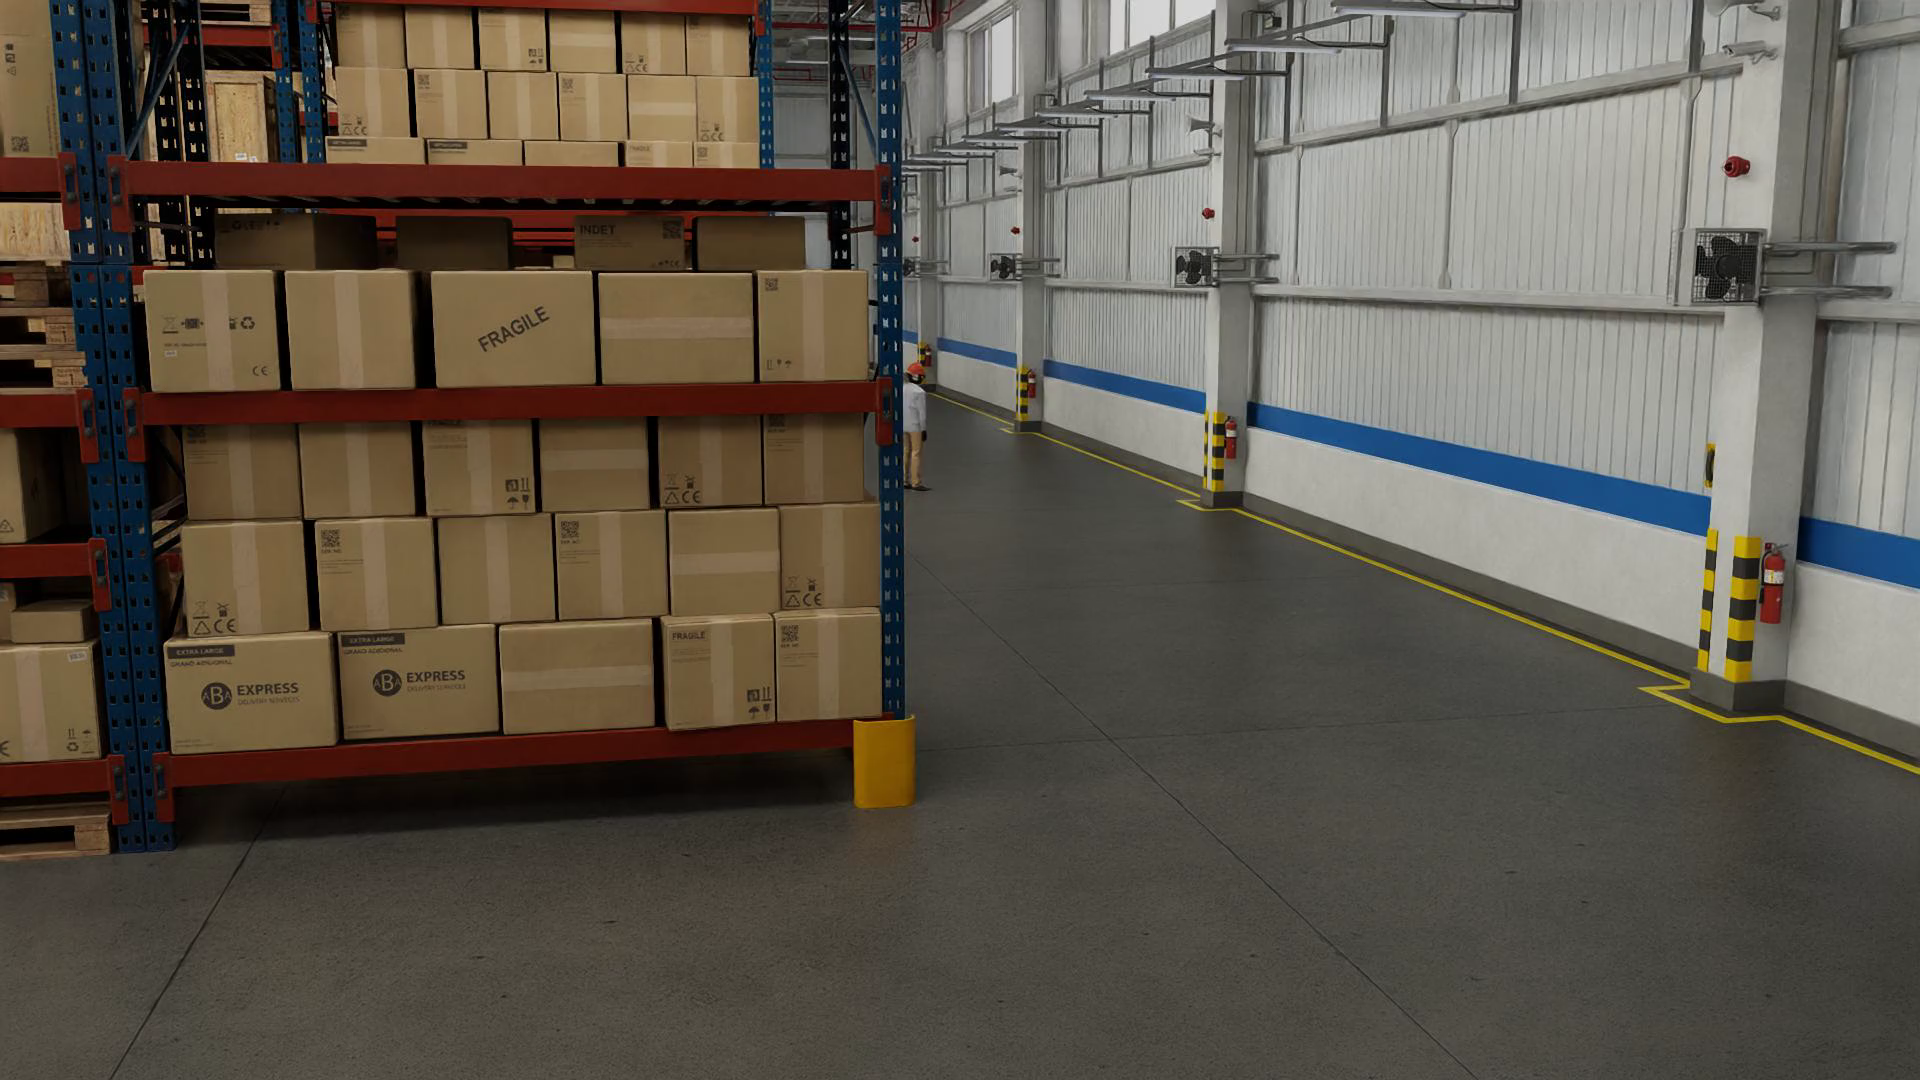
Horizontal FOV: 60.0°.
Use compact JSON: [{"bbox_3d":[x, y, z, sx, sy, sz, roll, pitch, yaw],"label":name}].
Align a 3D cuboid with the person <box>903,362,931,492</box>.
[{"bbox_3d":[-0.617,-1.533,22.579,0.338,1.748,0.566,-7,12,-37],"label":"person"}]
